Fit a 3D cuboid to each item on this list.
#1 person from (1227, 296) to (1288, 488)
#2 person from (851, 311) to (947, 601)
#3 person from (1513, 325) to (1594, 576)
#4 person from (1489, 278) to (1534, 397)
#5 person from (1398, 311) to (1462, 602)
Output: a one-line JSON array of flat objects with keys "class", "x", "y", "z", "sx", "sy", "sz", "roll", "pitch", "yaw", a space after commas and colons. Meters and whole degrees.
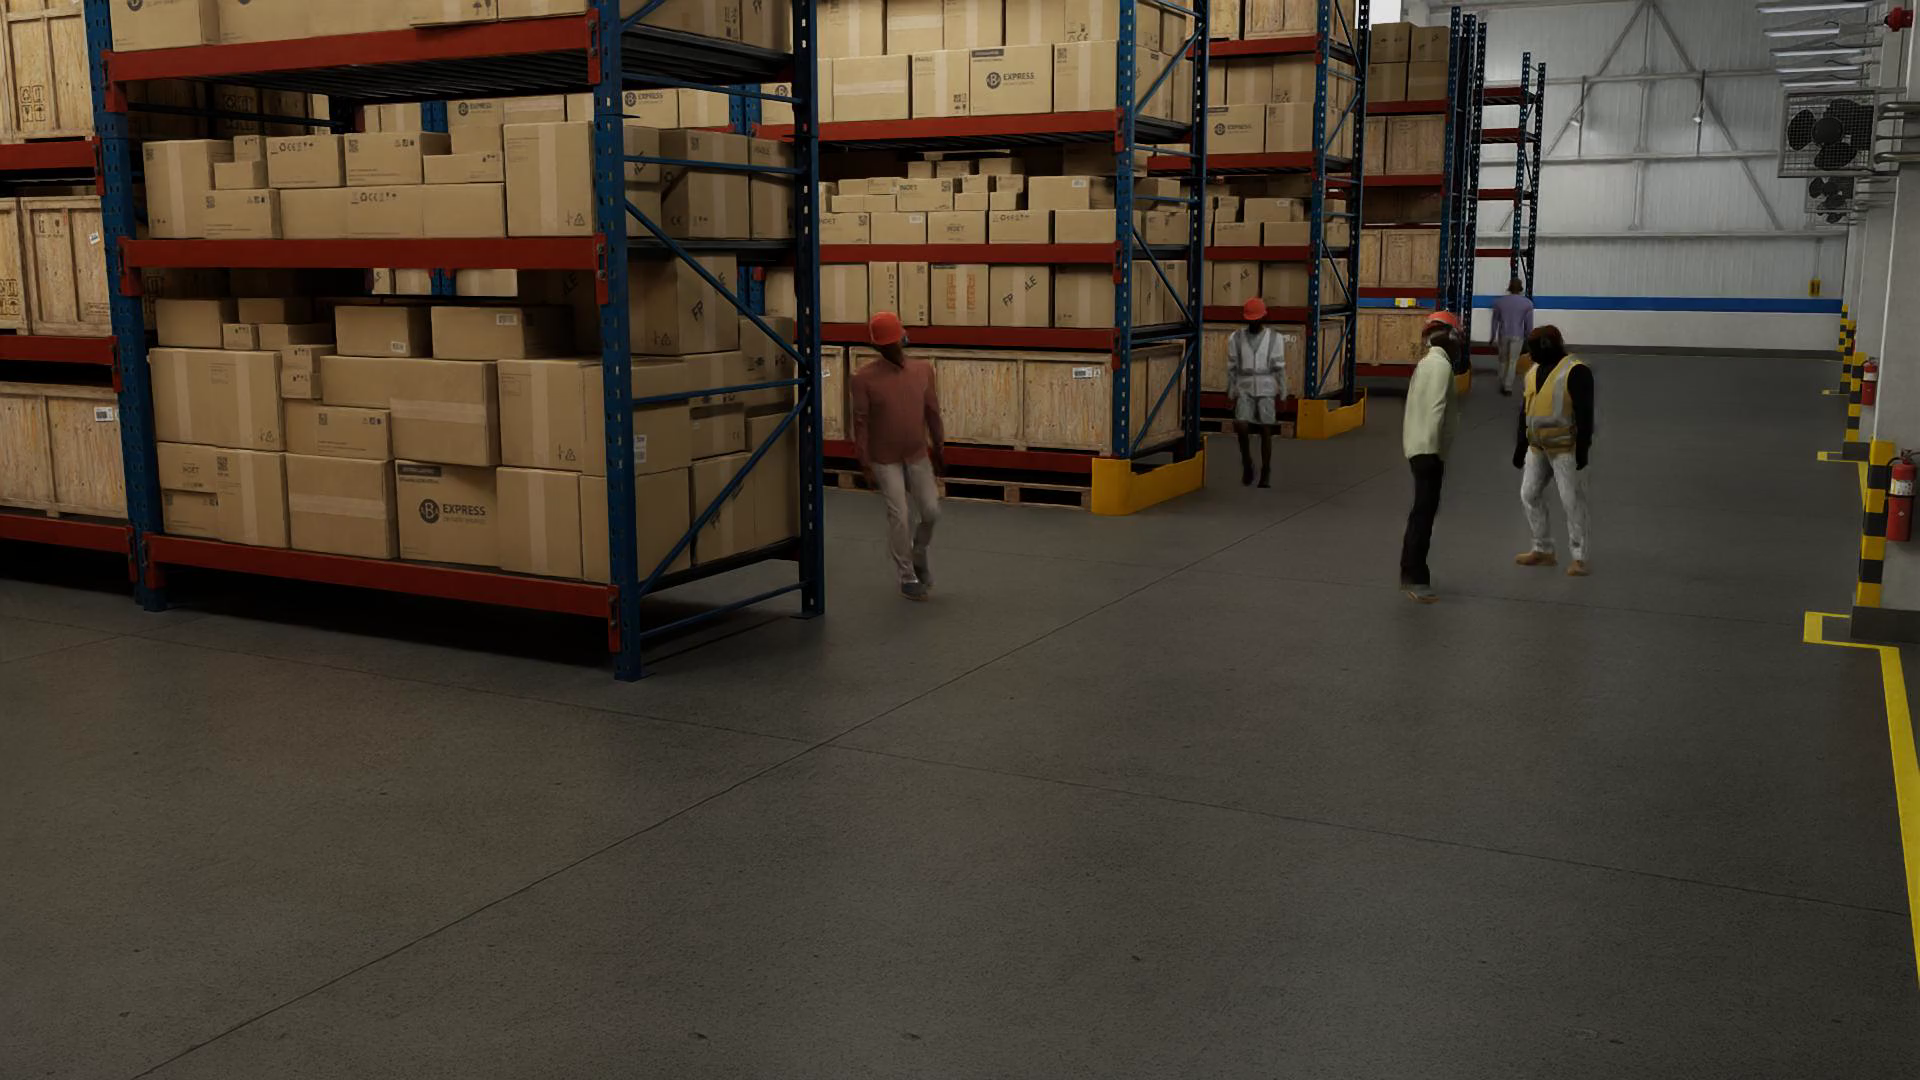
[{"class": "person", "x": 2.949, "y": -1.455, "z": 16.484, "sx": 0.613, "sy": 1.902, "sz": 0.513, "roll": 3, "pitch": 10, "yaw": 15}, {"class": "person", "x": -0.382, "y": -0.551, "z": 11.101, "sx": 0.697, "sy": 1.953, "sz": 0.458, "roll": -5, "pitch": 11, "yaw": -25}, {"class": "person", "x": 4.362, "y": -0.662, "z": 12.196, "sx": 0.434, "sy": 1.809, "sz": 0.685, "roll": -4, "pitch": 10, "yaw": -21}, {"class": "person", "x": 9.053, "y": -3.314, "z": 27.208, "sx": 0.663, "sy": 1.914, "sz": 0.783, "roll": 6, "pitch": 11, "yaw": 30}, {"class": "person", "x": 3.207, "y": -0.569, "z": 11.281, "sx": 0.388, "sy": 1.946, "sz": 0.747, "roll": 1, "pitch": 10, "yaw": 8}]
